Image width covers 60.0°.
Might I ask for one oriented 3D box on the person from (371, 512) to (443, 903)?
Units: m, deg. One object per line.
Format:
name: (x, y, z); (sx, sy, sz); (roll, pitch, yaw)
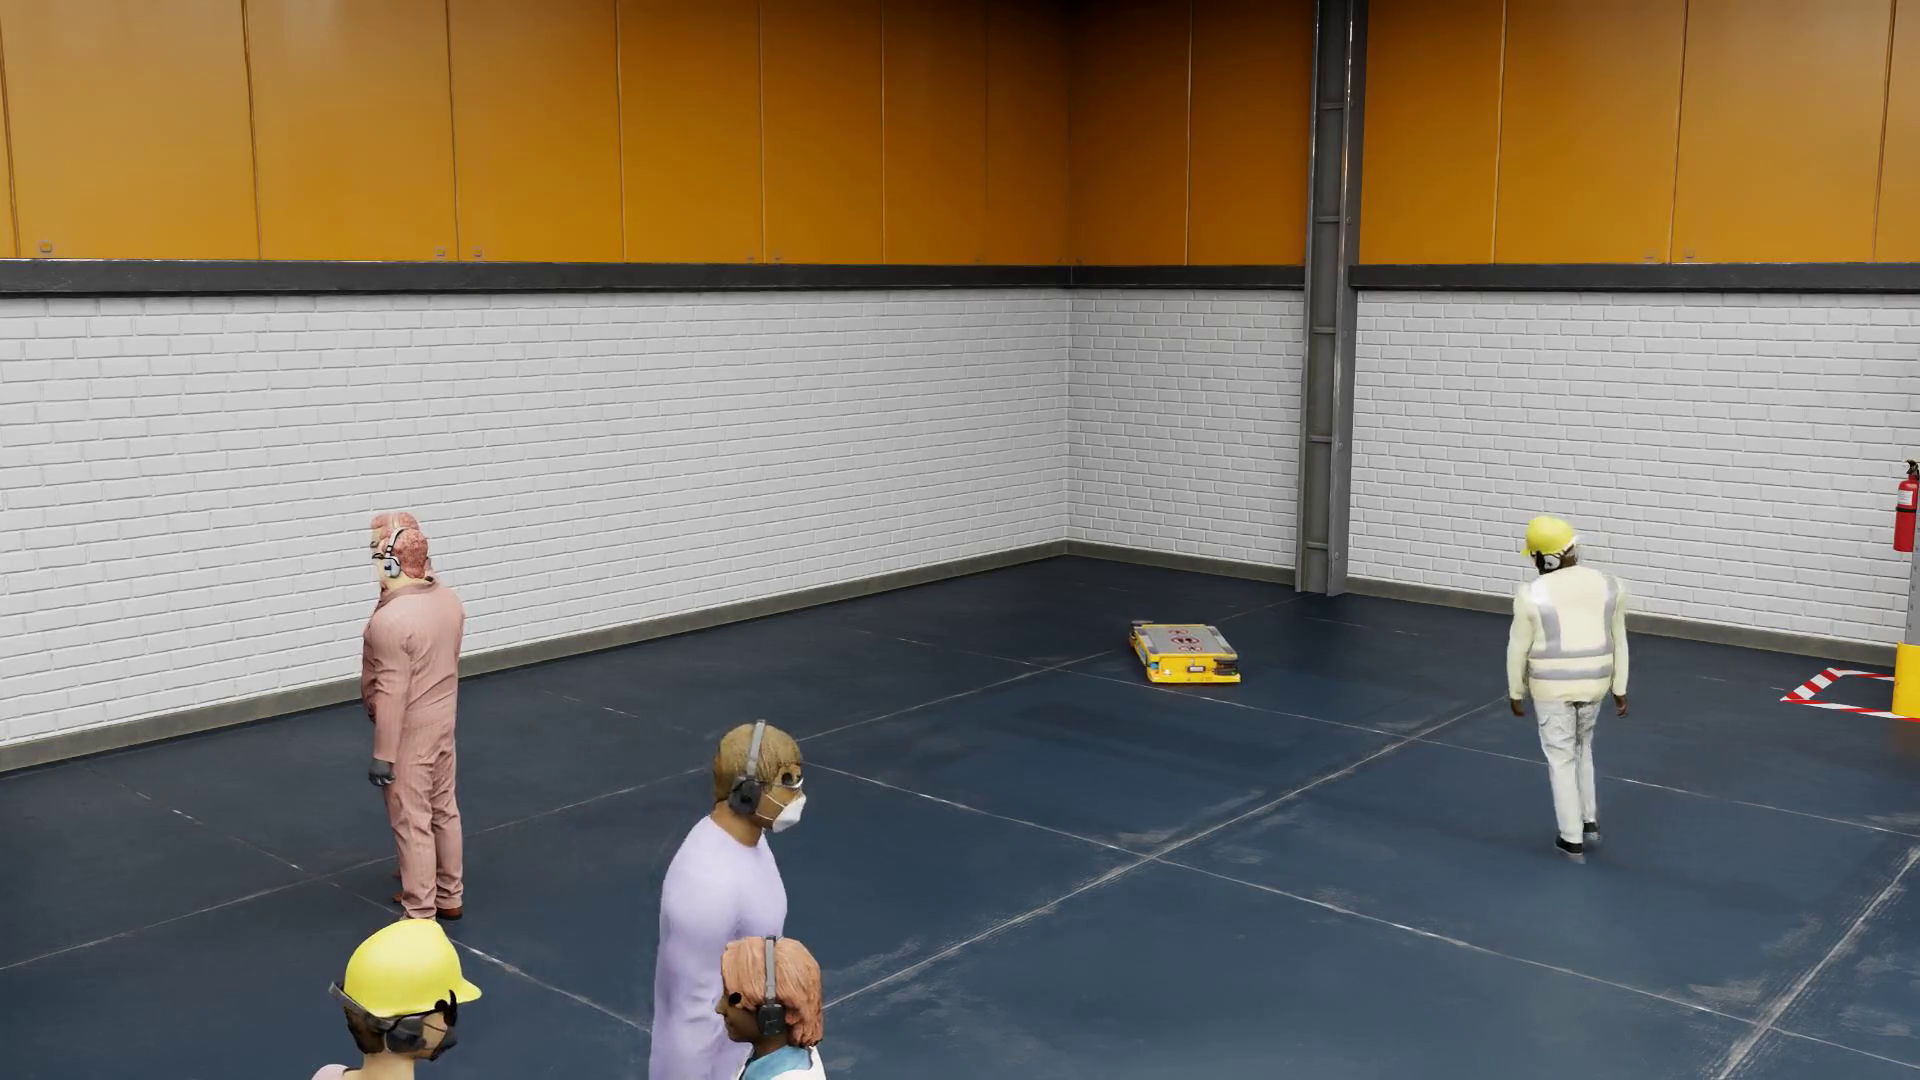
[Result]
person: (-2.670, 0.811, 8.101); (0.416, 1.906, 0.678); (-5, 10, -27)

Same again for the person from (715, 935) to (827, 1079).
person: (-0.392, 1.647, 3.633); (0.307, 1.640, 0.521); (-2, 9, -12)

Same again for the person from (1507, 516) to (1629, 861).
person: (3.145, 0.758, 8.723); (0.622, 1.794, 0.579); (-1, 9, -7)

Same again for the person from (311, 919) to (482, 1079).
person: (-1.108, 1.626, 3.373); (0.532, 1.765, 0.328); (7, 11, 37)

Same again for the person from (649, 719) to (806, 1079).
person: (-0.485, 1.407, 4.329); (0.932, 1.896, 0.641); (0, 9, -1)

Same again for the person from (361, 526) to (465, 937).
person: (-2.512, 0.882, 7.598); (0.409, 1.907, 0.651); (2, 9, 10)

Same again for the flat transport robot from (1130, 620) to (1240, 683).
flat transport robot: (1.723, 0.854, 12.895); (0.652, 0.197, 1.431); (0, 9, -1)
